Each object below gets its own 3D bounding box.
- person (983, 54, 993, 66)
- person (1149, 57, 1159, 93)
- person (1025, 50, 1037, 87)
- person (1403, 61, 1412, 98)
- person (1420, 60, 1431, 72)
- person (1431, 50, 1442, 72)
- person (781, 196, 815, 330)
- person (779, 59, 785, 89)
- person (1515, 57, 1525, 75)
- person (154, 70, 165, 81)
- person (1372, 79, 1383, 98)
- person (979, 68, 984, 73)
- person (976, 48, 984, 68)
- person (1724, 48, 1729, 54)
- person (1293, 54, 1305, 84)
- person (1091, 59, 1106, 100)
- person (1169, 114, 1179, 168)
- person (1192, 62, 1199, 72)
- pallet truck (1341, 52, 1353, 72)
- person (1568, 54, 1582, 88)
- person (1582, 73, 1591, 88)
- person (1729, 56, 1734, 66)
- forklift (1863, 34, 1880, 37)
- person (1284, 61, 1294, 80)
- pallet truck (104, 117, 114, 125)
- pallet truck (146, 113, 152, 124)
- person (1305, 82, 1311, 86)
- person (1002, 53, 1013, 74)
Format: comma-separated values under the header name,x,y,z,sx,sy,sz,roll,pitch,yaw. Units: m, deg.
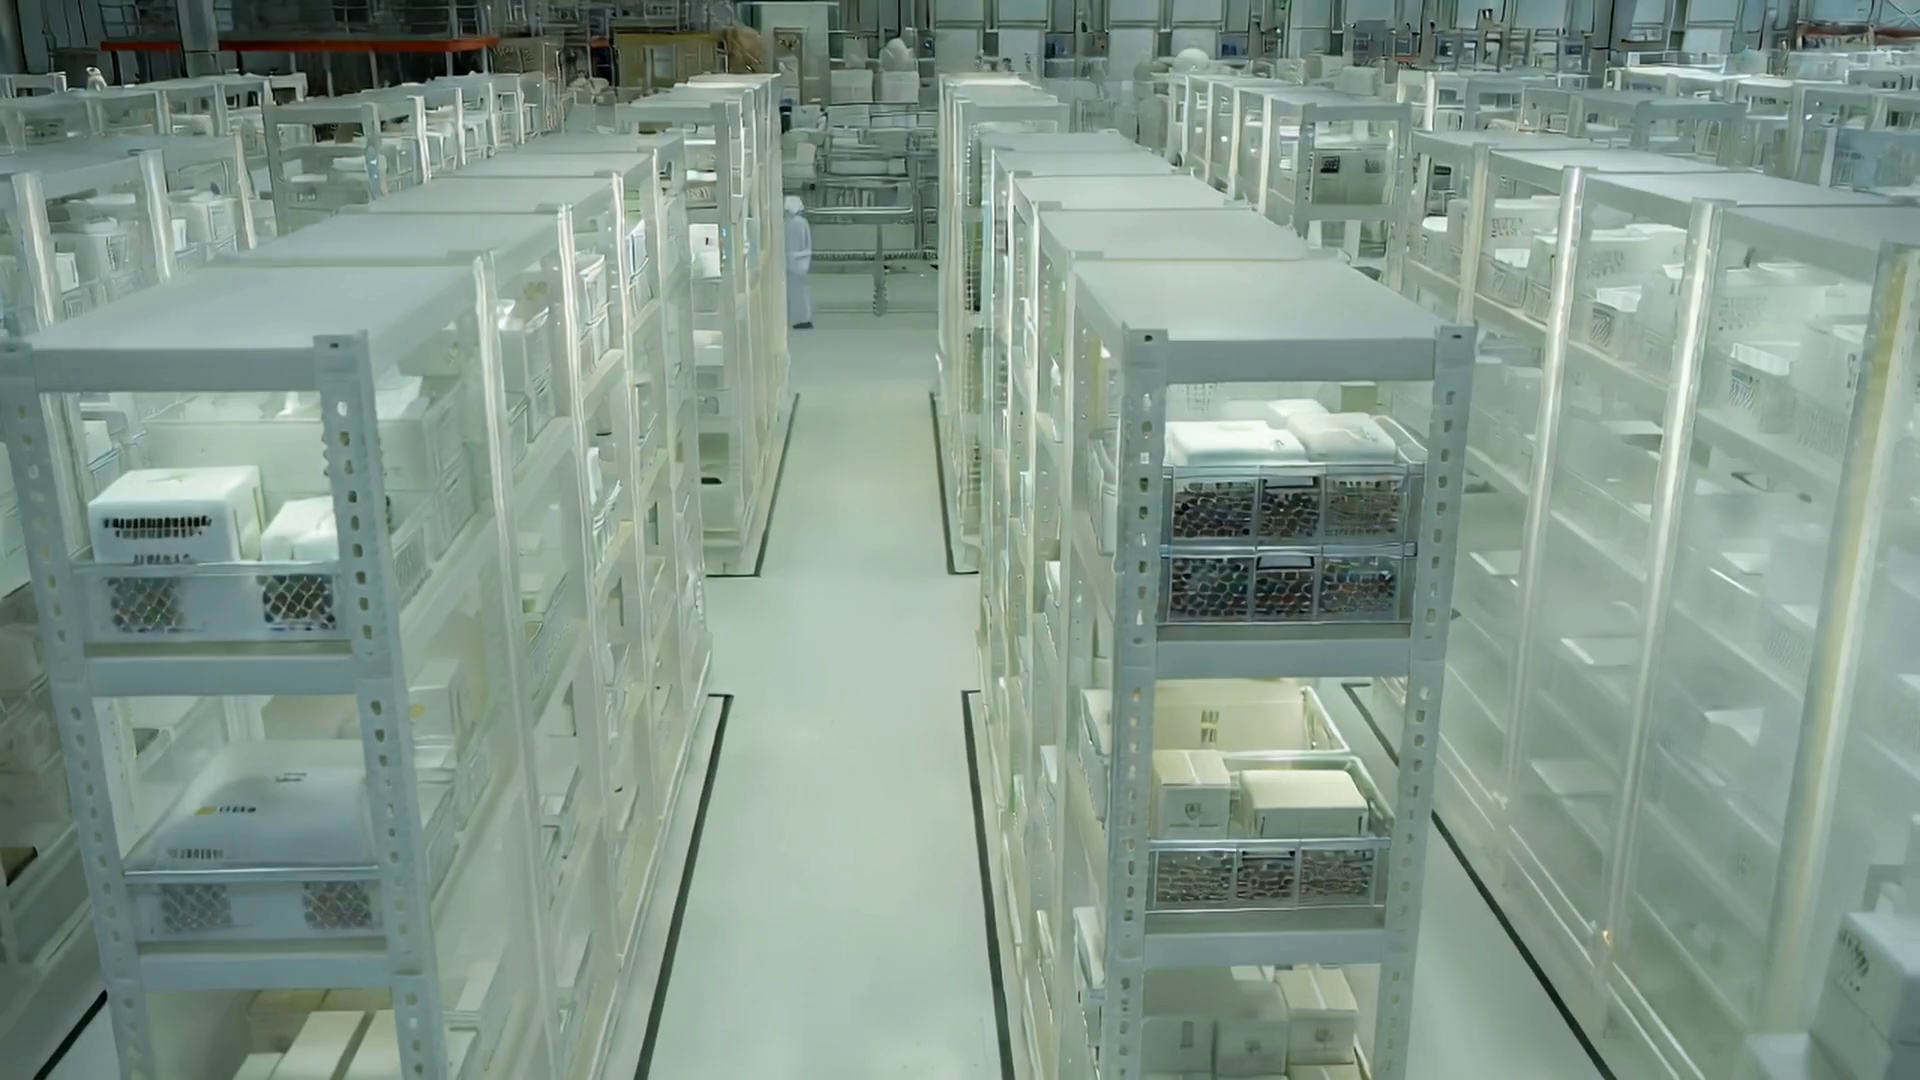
name,x,y,z,sx,sy,sz,roll,pitch,yaw
person,1.295,-22.358,79.973,0.587,1.930,0.359,13,22,35
person,9.627,-23.121,82.632,0.489,1.744,0.295,4,18,11
person,3.643,-24.555,86.786,0.813,1.926,0.611,16,24,40
person,20.953,-21.578,77.930,0.531,1.697,0.322,-8,20,-23
person,20.397,-20.063,72.894,0.596,1.917,0.388,-7,19,-22
person,25.452,-25.266,89.015,0.577,1.905,0.630,-9,20,-26
person,-2.357,-3.748,22.579,0.806,1.801,0.627,0,18,1
person,-8.753,-22.753,81.360,0.431,1.836,0.619,-5,19,-15
person,26.843,-22.271,79.919,0.953,1.792,0.532,17,25,42
person,-30.081,-16.720,62.599,0.346,1.882,0.578,1,18,3
person,14.206,-14.857,56.967,0.981,1.817,0.511,-1,18,-3
person,0.838,-17.456,64.891,0.524,1.876,0.325,-12,21,-32
person,1.153,-26.085,91.548,0.764,1.918,0.549,15,23,38
person,41.553,-25.694,90.307,0.368,1.932,0.622,0,18,0
person,16.906,-23.264,82.918,0.629,1.843,0.429,7,19,21
person,5.966,-19.552,71.202,0.644,1.980,0.518,-7,19,-21
person,5.120,-9.357,40.008,0.328,1.765,0.527,-2,18,-7
person,9.284,-17.802,65.690,0.608,2.047,0.366,5,19,15
pallet truck,18.794,-23.123,82.231,0.823,1.965,1.885,-13,22,-35
person,30.195,-22.897,81.708,0.631,1.901,0.998,6,19,18
person,24.274,-17.202,64.406,0.320,1.688,0.531,-7,19,-20
person,36.071,-21.794,78.263,0.578,1.908,0.425,6,19,17
forklift,44.123,-23.231,81.154,1.129,2.768,1.873,-1,18,-2
person,14.973,-20.961,75.934,0.558,1.749,0.536,-6,19,-17
pallet truck,-18.367,-7.885,35.078,1.885,1.965,0.823,1,18,2
pallet truck,-18.087,-8.309,36.390,1.885,1.965,0.823,-1,18,-4
person,11.483,-14.221,55.024,0.612,1.783,0.956,0,18,0
person,2.448,-23.480,83.513,1.041,1.879,0.656,-7,19,-22
